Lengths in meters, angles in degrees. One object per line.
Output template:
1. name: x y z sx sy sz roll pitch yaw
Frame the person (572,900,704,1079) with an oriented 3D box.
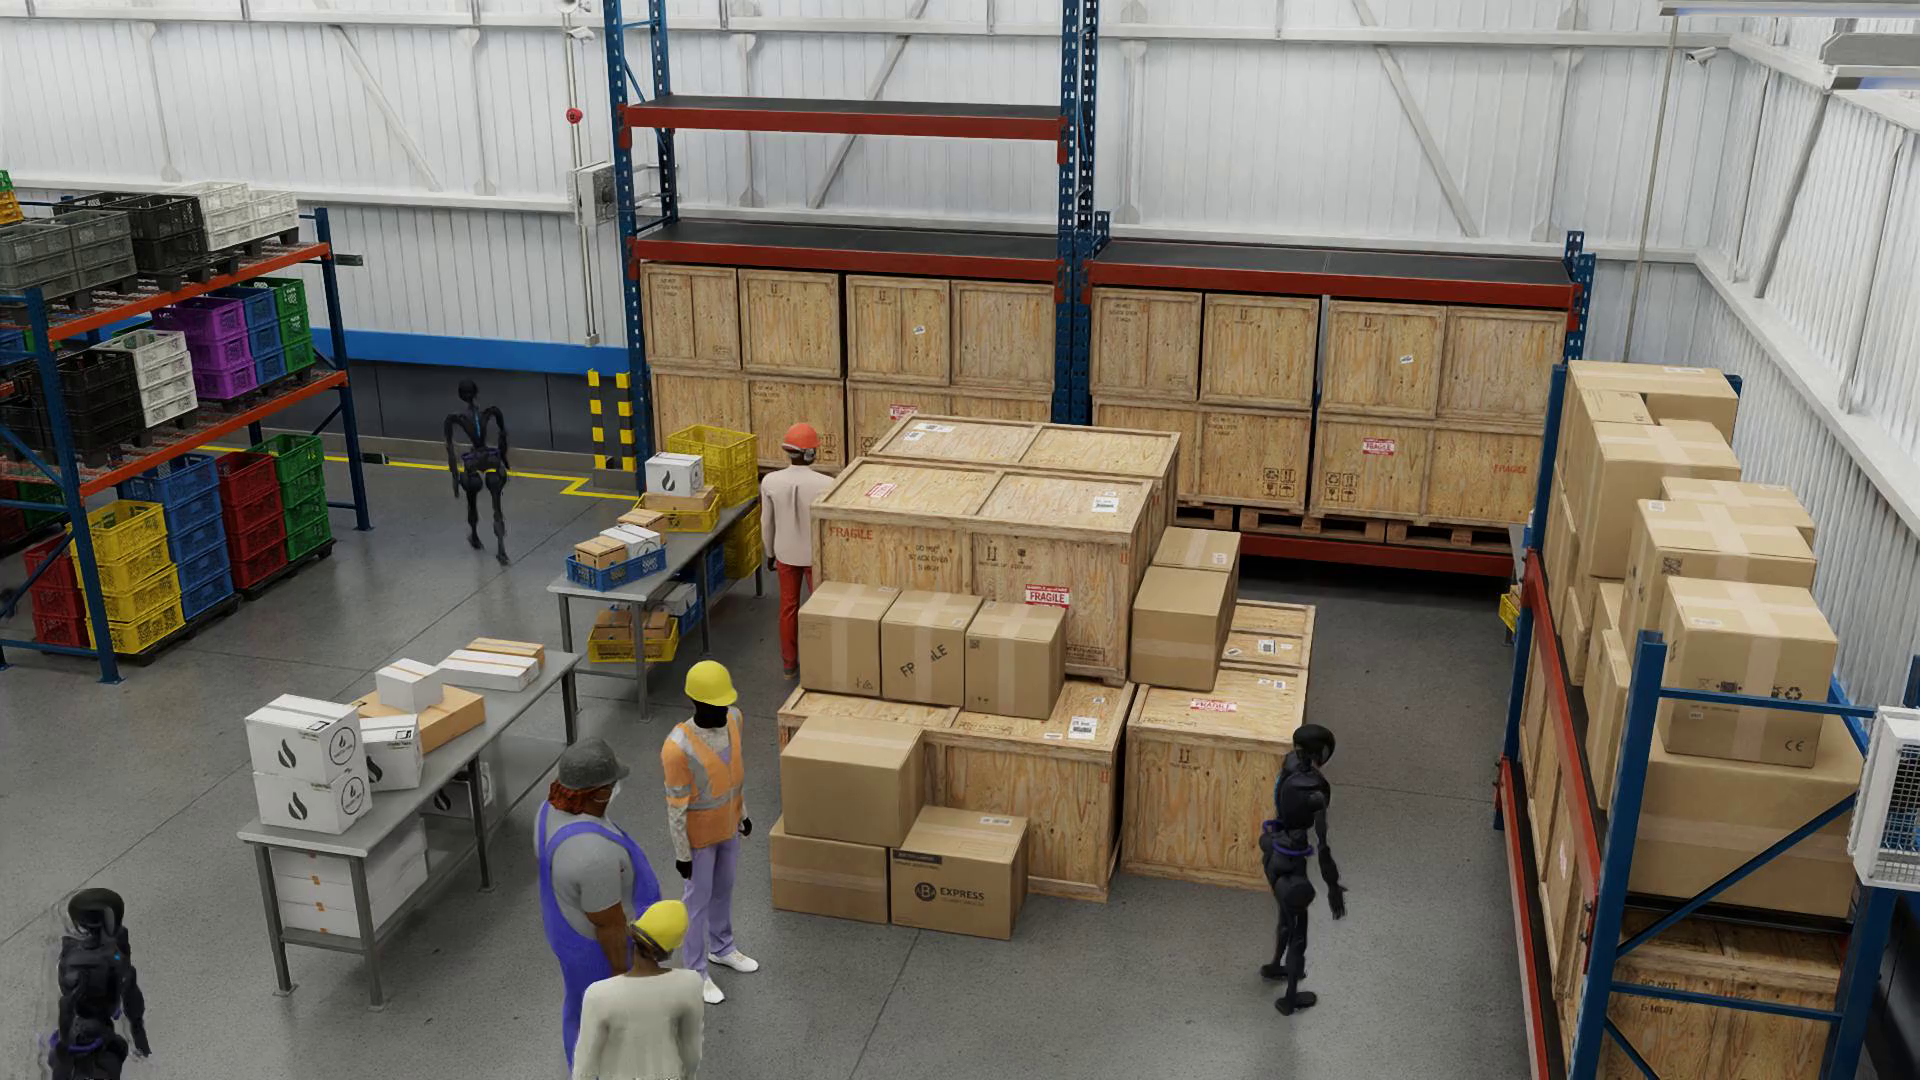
1. person: -1.380 2.327 6.950 0.714 1.704 0.314 -12 24 -28

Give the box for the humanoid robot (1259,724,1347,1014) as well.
1. humanoid robot: 1.776 1.676 8.678 0.396 1.644 0.587 -2 21 -6

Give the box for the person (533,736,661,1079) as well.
1. person: -1.659 1.830 7.780 0.536 2.000 0.682 -13 25 -31

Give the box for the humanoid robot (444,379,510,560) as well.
1. humanoid robot: -4.262 -0.638 14.813 0.566 1.631 0.764 -9 23 -22

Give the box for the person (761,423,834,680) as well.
1. person: -1.163 0.100 12.374 0.610 1.991 0.389 4 21 10

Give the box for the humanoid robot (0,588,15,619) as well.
1. humanoid robot: -7.923 -0.060 13.228 0.592 1.648 0.466 3 21 9

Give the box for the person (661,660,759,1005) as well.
1. person: -1.295 1.509 8.775 0.382 1.925 0.590 12 24 28

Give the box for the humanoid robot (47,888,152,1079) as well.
1. humanoid robot: -3.841 2.249 7.243 0.680 1.613 0.631 -2 21 -6
